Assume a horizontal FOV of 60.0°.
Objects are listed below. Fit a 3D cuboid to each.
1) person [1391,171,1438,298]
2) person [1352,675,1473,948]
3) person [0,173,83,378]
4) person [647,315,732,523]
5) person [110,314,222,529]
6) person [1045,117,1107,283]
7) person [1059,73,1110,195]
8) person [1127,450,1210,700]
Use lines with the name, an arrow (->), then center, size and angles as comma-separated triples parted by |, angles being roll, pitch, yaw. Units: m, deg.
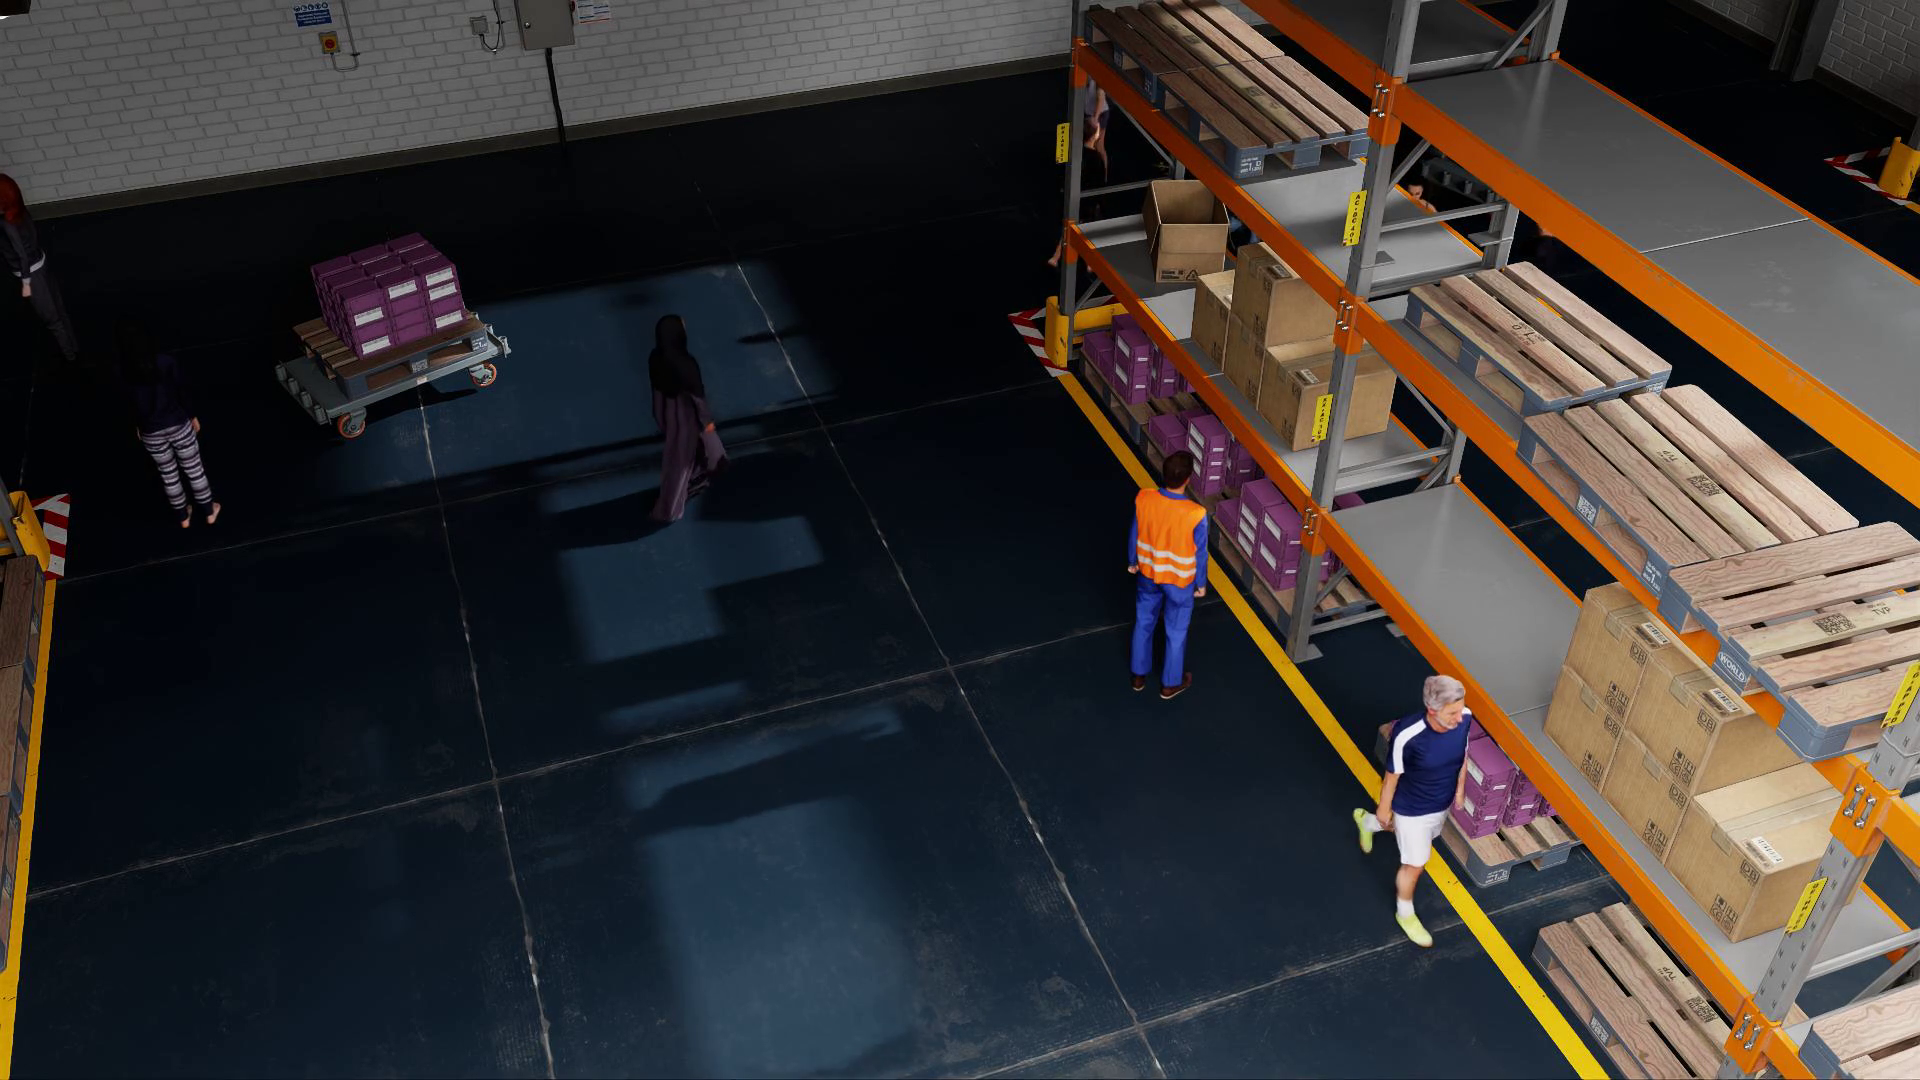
person -> 3.674, -2.303, 13.716 | 0.769, 1.705, 0.826 | 9, 39, 11
person -> 2.461, 1.350, 9.051 | 0.754, 1.817, 1.119 | -18, 42, -22
person -> -7.503, -2.154, 13.469 | 0.652, 1.779, 0.451 | -10, 40, -12
person -> -2.079, -0.870, 12.000 | 1.147, 1.606, 1.039 | 28, 46, 30
person -> -5.679, -0.836, 11.857 | 0.592, 1.732, 0.507 | -12, 40, -14
person -> 1.053, -2.989, 14.712 | 0.852, 1.533, 0.971 | -31, 48, -33
person -> 1.298, -4.134, 16.039 | 0.821, 1.665, 0.826 | -20, 43, -23
person -> 1.297, 0.216, 10.433 | 0.772, 1.864, 0.849 | 19, 42, 23
